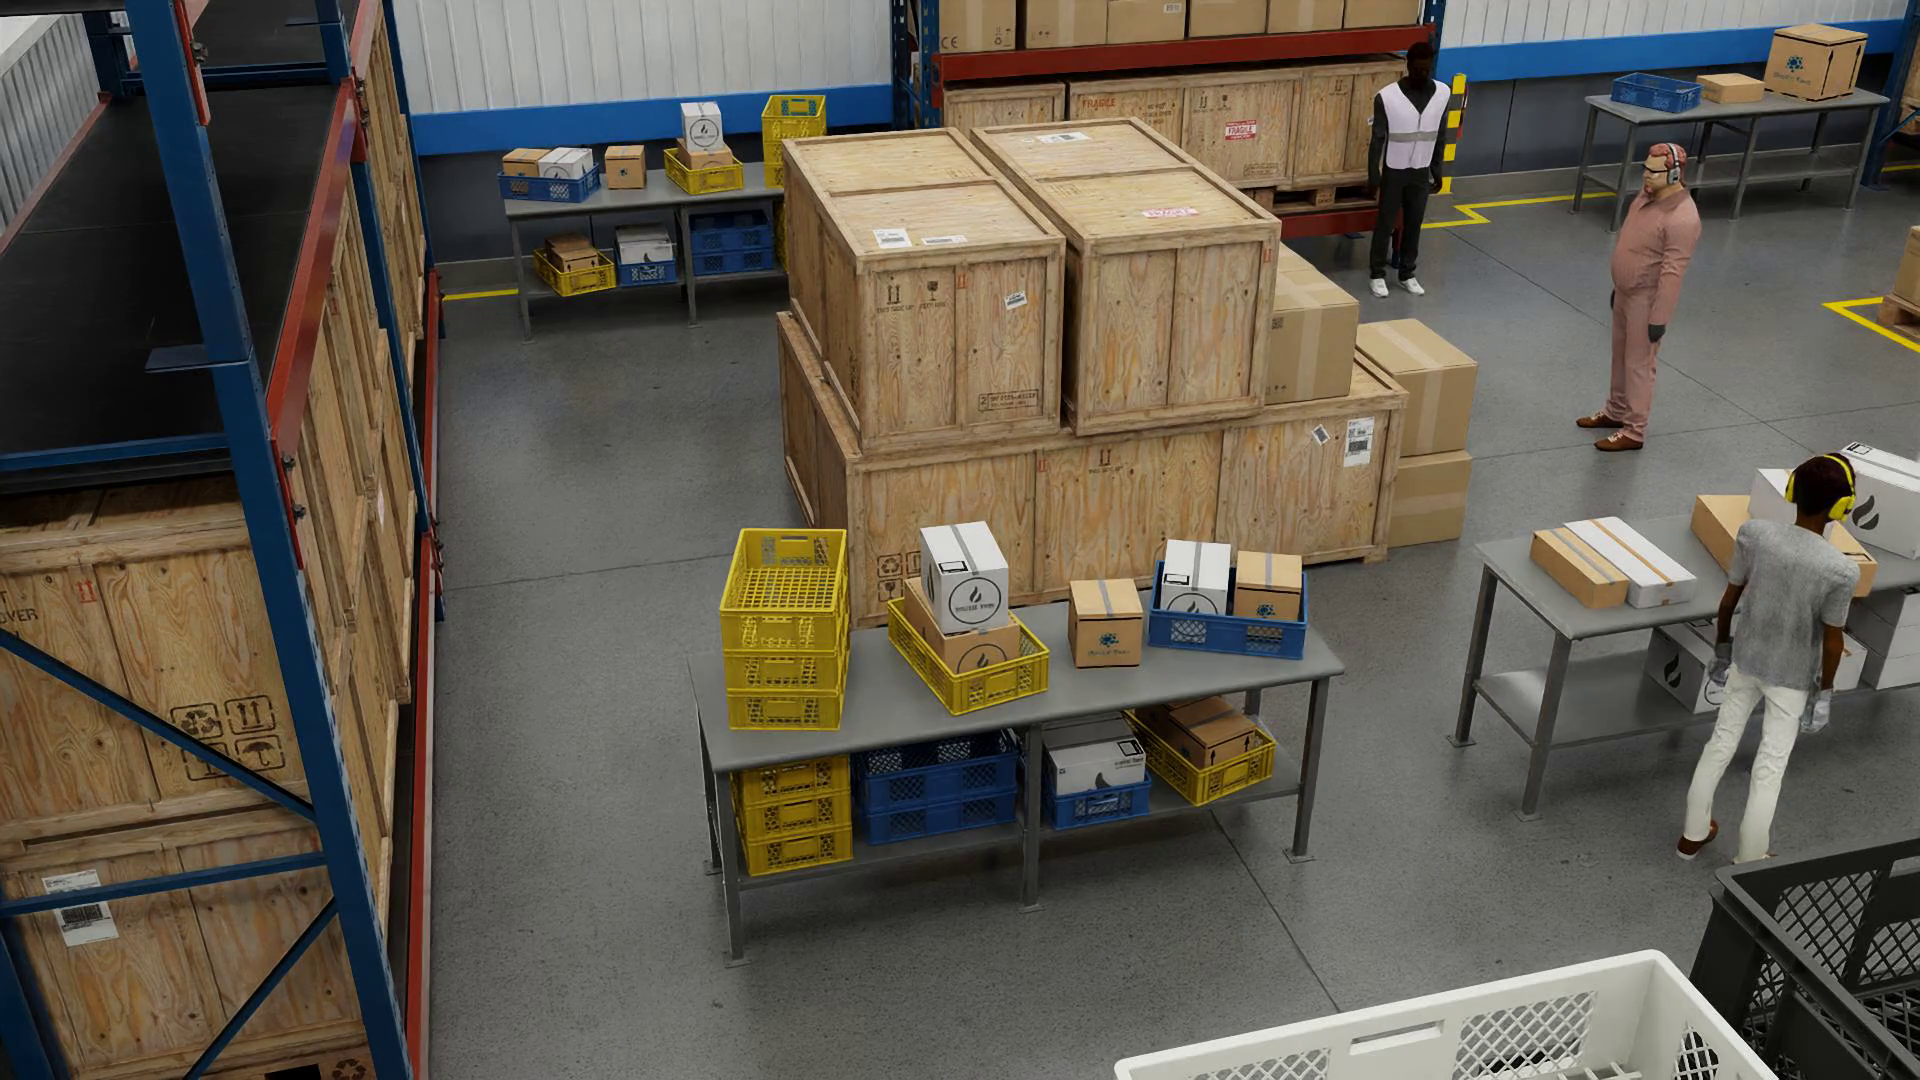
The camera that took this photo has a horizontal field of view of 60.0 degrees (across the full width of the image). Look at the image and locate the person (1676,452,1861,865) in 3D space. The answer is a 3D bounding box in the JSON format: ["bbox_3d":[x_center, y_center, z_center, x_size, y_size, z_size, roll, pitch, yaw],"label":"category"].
[{"bbox_3d":[3.184,0.519,6.510,0.329,1.864,0.508,-20,34,-31],"label":"person"}]

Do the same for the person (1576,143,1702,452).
[{"bbox_3d":[4.119,-1.464,10.078,0.401,1.900,0.648,0,29,-1],"label":"person"}]

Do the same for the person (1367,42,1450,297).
[{"bbox_3d":[3.317,-2.763,12.424,0.602,1.906,0.413,-7,30,-12],"label":"person"}]
